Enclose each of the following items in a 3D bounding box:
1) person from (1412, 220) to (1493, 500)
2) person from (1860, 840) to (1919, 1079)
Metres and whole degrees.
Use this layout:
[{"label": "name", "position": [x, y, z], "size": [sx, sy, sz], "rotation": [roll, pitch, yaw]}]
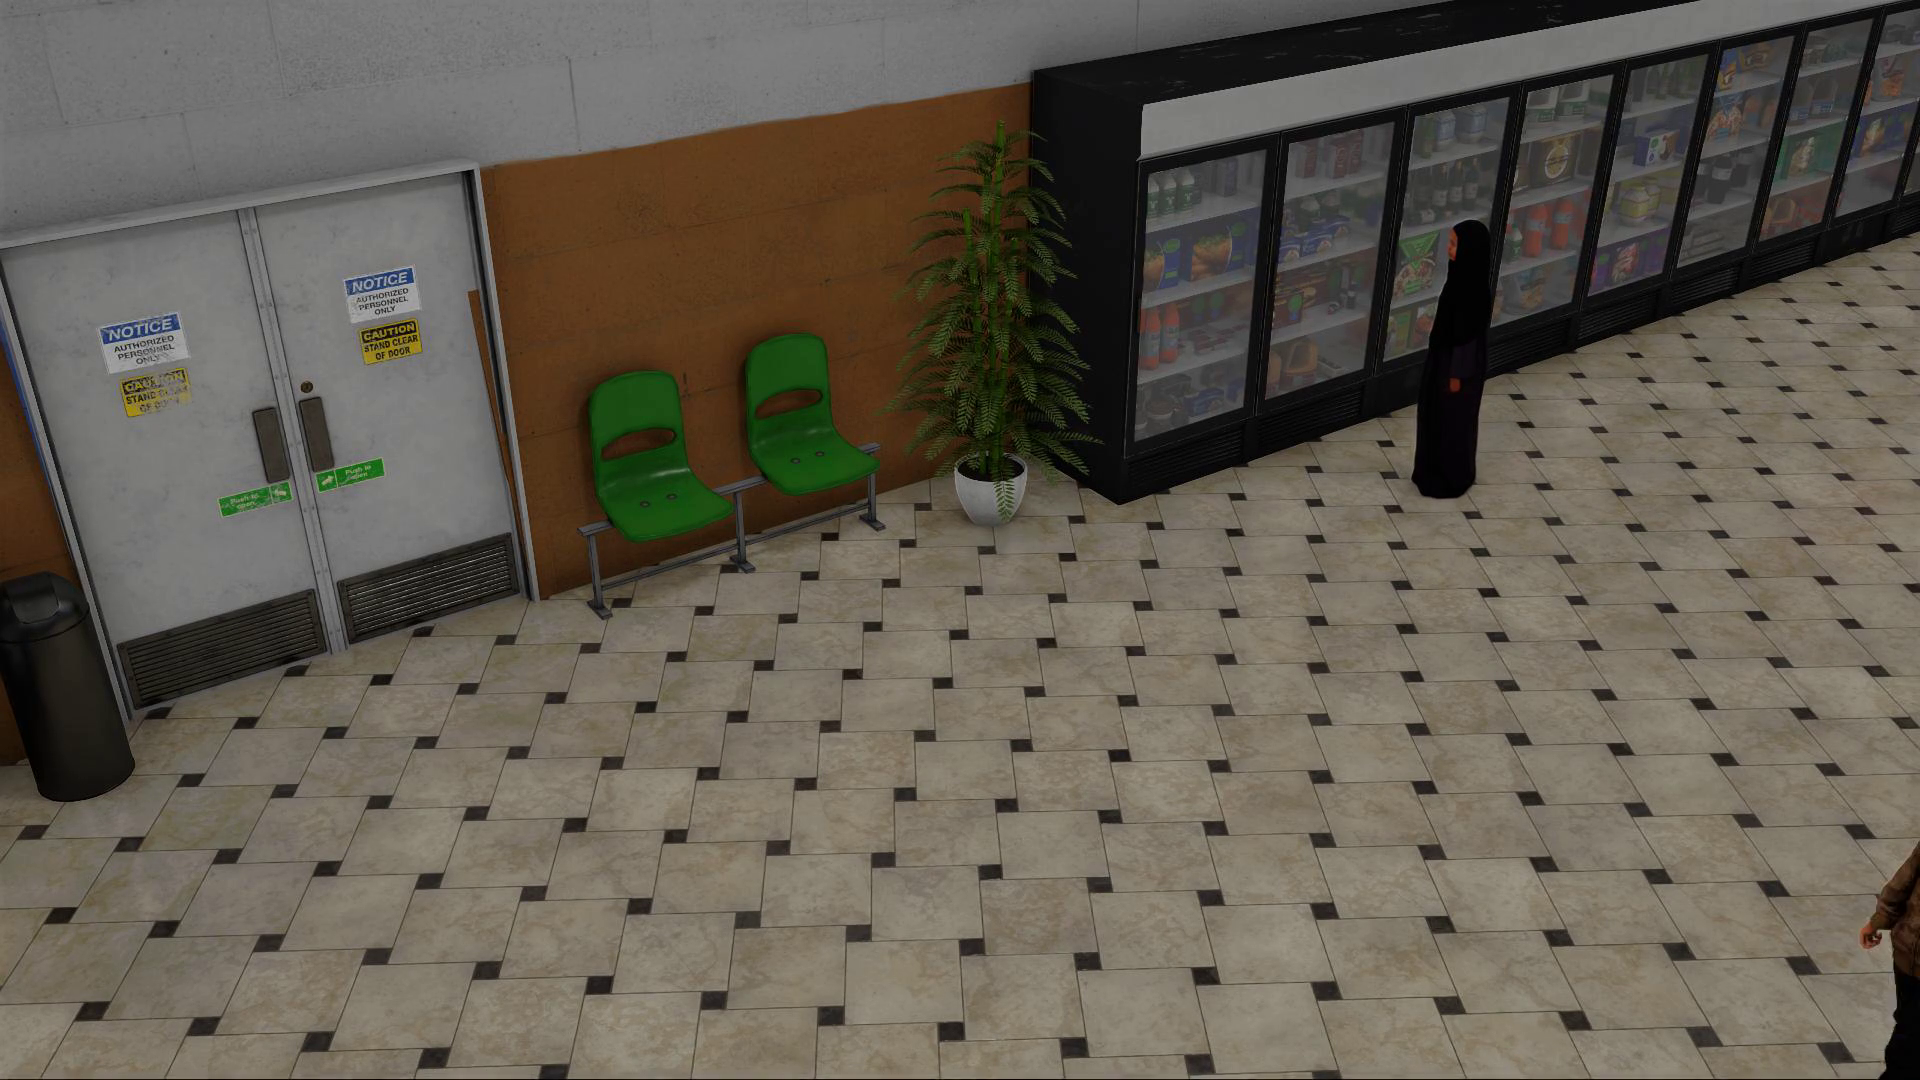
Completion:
[{"label": "person", "position": [2.812, -1.022, 9.373], "size": [0.778, 1.611, 0.719], "rotation": [5, 29, 9]}, {"label": "person", "position": [3.181, 1.310, 5.280], "size": [0.789, 1.439, 0.780], "rotation": [-6, 29, -10]}]
